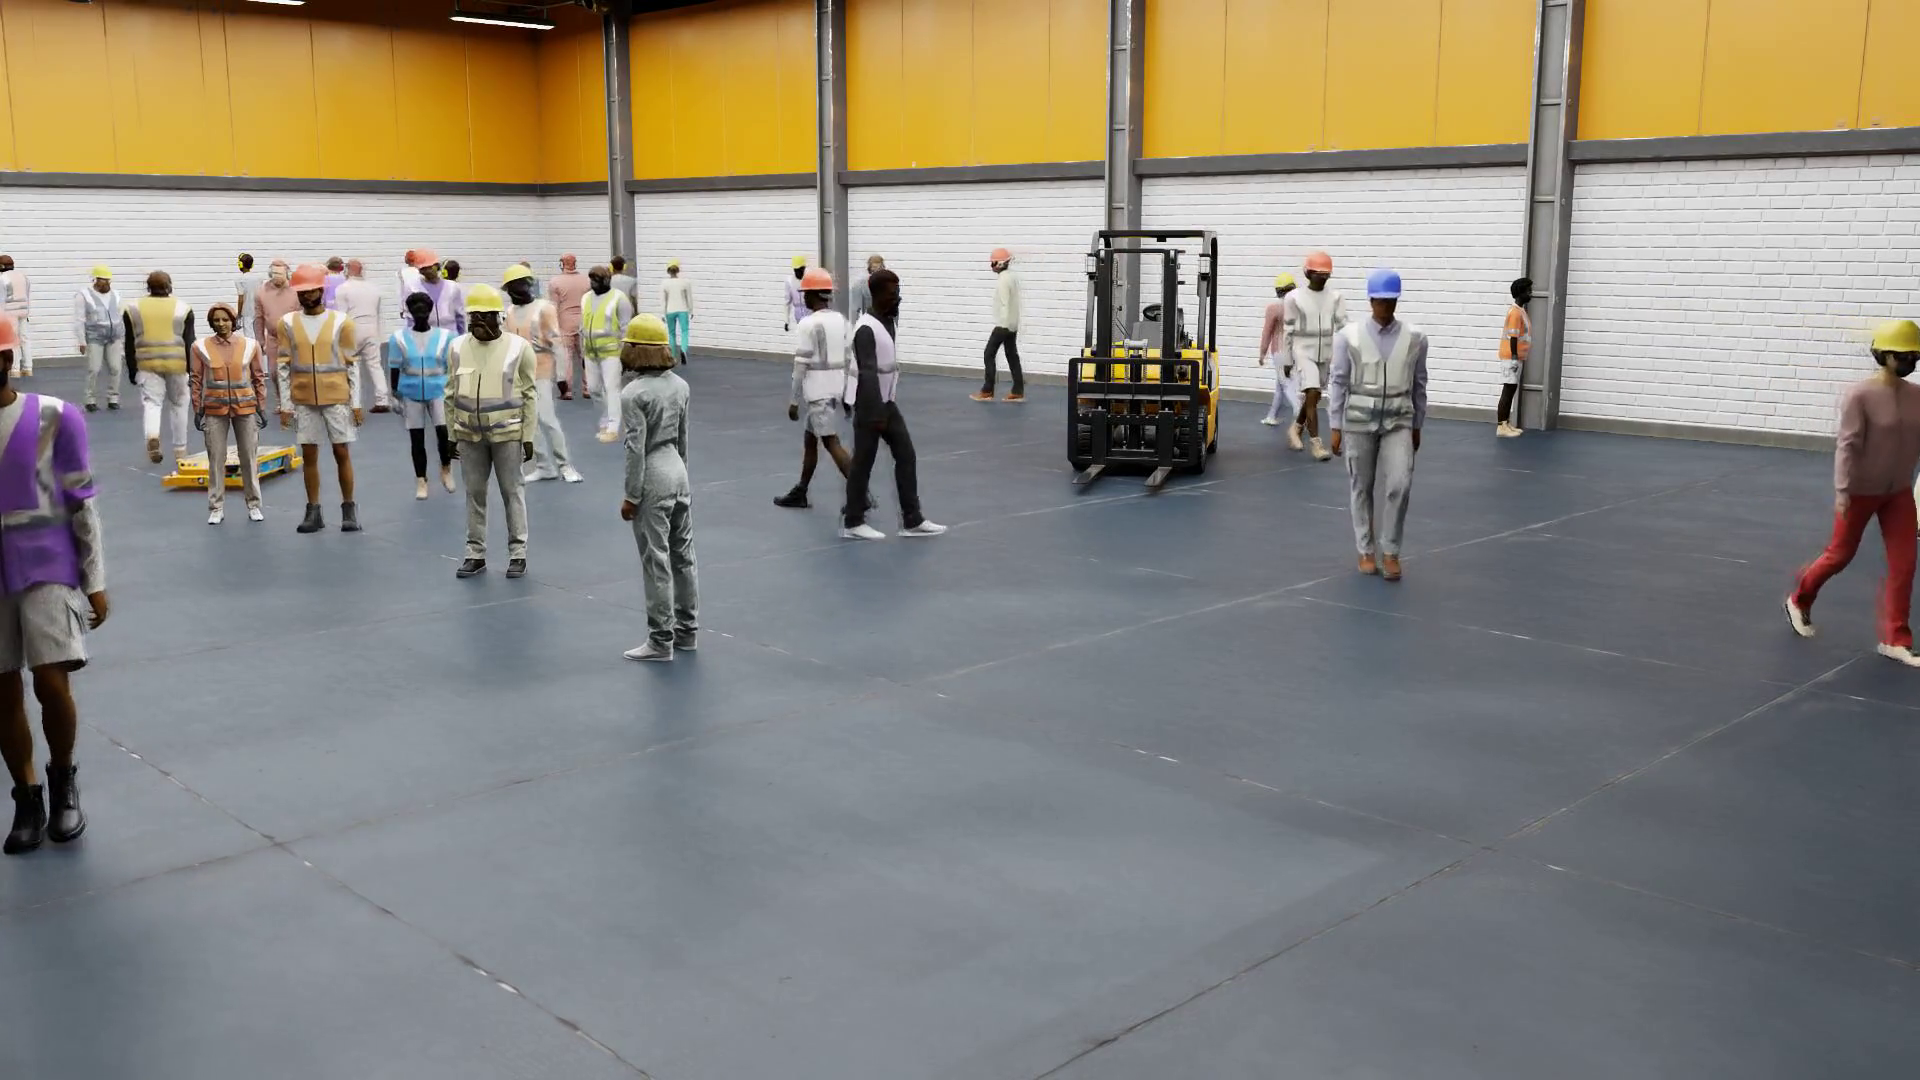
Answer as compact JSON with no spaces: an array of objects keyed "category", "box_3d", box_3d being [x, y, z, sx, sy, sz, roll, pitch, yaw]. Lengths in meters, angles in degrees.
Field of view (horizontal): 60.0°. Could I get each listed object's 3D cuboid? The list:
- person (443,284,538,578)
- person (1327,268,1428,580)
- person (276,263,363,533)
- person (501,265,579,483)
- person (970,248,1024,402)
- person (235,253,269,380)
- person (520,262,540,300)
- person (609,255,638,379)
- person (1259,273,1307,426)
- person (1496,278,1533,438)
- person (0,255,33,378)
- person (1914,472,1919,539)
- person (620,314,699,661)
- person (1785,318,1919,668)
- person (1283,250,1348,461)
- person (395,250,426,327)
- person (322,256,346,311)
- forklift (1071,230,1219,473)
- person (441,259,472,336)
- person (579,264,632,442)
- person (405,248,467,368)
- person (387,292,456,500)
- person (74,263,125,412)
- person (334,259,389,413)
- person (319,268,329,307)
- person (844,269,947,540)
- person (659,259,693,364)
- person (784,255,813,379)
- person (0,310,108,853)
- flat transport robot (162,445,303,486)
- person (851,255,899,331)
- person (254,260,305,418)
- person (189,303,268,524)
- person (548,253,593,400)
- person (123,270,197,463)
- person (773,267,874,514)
[{"category":"person","box_3d":[-2.933,-0.673,10.383,0.588,1.833,0.404,1,10,3]},{"category":"person","box_3d":[2.587,-0.705,10.289,0.631,1.921,0.661,1,10,5]},{"category":"person","box_3d":[-4.603,-1.005,11.963,0.579,1.932,0.384,-1,10,-7]},{"category":"person","box_3d":[-3.632,-1.424,14.392,0.728,1.879,0.373,7,12,33]},{"category":"person","box_3d":[0.458,-2.745,21.299,0.821,1.962,0.660,2,11,12]},{"category":"person","box_3d":[-10.493,-3.296,24.582,0.326,1.874,0.518,5,11,24]},{"category":"person","box_3d":[-8.336,-4.523,31.954,0.528,1.628,0.324,0,10,-1]},{"category":"person","box_3d":[-5.030,-3.312,24.734,0.522,1.844,0.832,-3,11,-16]},{"category":"person","box_3d":[3.614,-2.080,18.370,0.529,1.723,0.904,-5,12,-26]},{"category":"person","box_3d":[5.884,-1.933,17.647,0.322,1.688,0.530,4,11,22]},{"category":"person","box_3d":[-14.275,-3.360,25.032,0.429,1.838,0.622,2,11,12]},{"category":"person","box_3d":[6.925,-0.806,11.685,0.287,1.627,0.497,4,11,20]},{"category":"person","box_3d":[-1.543,-0.261,8.379,0.308,1.744,0.485,5,12,27]},{"category":"person","box_3d":[4.630,-0.276,8.505,0.534,1.732,0.855,-2,11,-13]},{"category":"person","box_3d":[3.411,-1.800,16.100,0.629,2.005,1.020,-2,11,-10]},{"category":"person","box_3d":[-8.963,-3.816,27.377,0.574,1.886,0.356,-1,10,-3]},{"category":"person","box_3d":[-9.160,-3.261,24.508,0.570,1.826,0.447,-2,11,-9]},{"category":"forklift","box_3d":[1.804,-1.825,15.677,1.214,2.155,2.313,2,11,13]},{"category":"person","box_3d":[-6.000,-2.432,19.918,0.611,1.855,0.522,7,12,33]},{"category":"person","box_3d":[-3.696,-1.938,17.290,0.641,1.843,0.447,5,12,27]},{"category":"person","box_3d":[-5.561,-2.101,17.745,0.627,1.995,1.022,-4,11,-22]},{"category":"person","box_3d":[-4.321,-1.156,13.426,0.546,1.688,0.363,-3,11,-14]},{"category":"person","box_3d":[-10.373,-2.436,20.116,0.515,1.805,0.614,6,12,30]},{"category":"person","box_3d":[-7.268,-2.463,20.128,1.002,1.842,0.662,8,13,37]},{"category":"person","box_3d":[-10.593,-3.714,27.642,0.869,1.585,0.502,7,12,33]},{"category":"person","box_3d":[-0.459,-0.918,11.554,0.843,1.885,0.634,3,11,18]},{"category":"person","box_3d":[-4.694,-3.775,27.522,0.549,1.745,0.715,-1,10,-5]},{"category":"person","box_3d":[-2.313,-3.388,25.179,0.598,1.853,1.019,4,11,22]},{"category":"person","box_3d":[-3.261,0.143,5.699,0.566,1.917,0.438,-3,11,-16]},{"category":"flat transport robot","box_3d":[-6.359,-0.666,14.606,0.652,0.197,1.431,0,10,-1]},{"category":"person","box_3d":[-1.070,-2.663,21.103,0.654,1.883,1.038,-3,11,-15]},{"category":"person","box_3d":[-7.949,-2.378,19.641,0.660,1.854,0.687,-2,10,-8]},{"category":"person","box_3d":[-5.421,-0.939,12.357,0.520,1.639,0.312,-5,11,-24]},{"category":"person","box_3d":[-5.059,-2.773,21.647,0.639,1.903,0.406,-8,13,-36]},{"category":"person","box_3d":[-7.488,-1.621,15.608,0.634,1.817,0.802,-4,11,-19]},{"category":"person","box_3d":[-1.038,-1.138,12.772,0.976,1.895,0.559,6,12,30]}]
